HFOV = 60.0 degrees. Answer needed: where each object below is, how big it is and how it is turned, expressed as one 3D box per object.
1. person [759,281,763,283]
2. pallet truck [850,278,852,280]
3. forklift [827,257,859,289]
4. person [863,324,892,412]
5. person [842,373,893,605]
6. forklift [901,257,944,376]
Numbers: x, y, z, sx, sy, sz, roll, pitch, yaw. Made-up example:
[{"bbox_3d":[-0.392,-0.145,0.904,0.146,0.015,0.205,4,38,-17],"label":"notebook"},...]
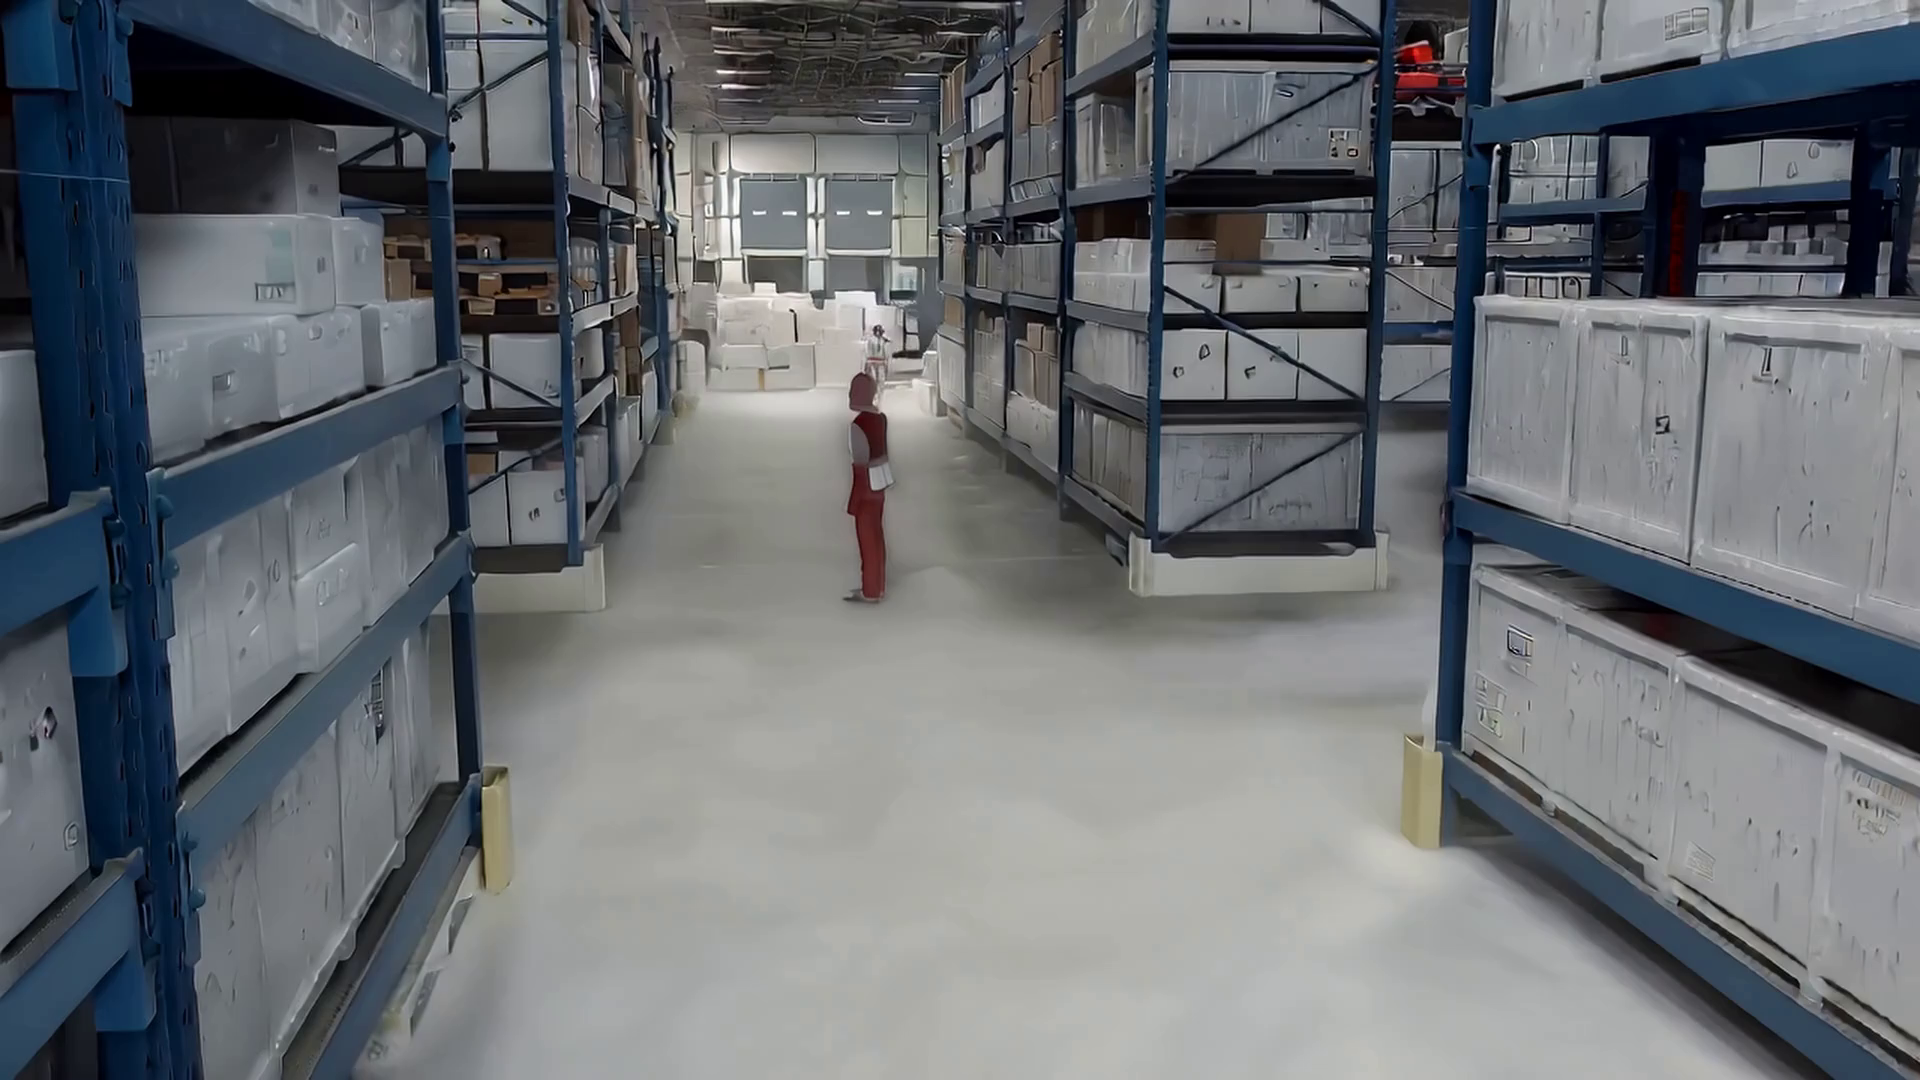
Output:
[{"bbox_3d":[-7.007,-8.180,58.929,0.372,1.940,0.630,-2,10,-13],"label":"person"},{"bbox_3d":[-3.782,-9.391,65.808,1.885,1.965,0.823,2,10,10],"label":"pallet truck"},{"bbox_3d":[-3.284,-6.565,46.785,1.129,2.768,1.873,-1,10,-7],"label":"forklift"},{"bbox_3d":[-1.519,-3.194,30.789,0.540,1.622,0.446,0,10,0],"label":"person"},{"bbox_3d":[-0.768,-0.421,13.805,0.392,1.922,0.592,2,10,12],"label":"person"},{"bbox_3d":[-0.345,-5.250,39.129,1.873,2.768,1.129,9,13,41],"label":"forklift"}]
